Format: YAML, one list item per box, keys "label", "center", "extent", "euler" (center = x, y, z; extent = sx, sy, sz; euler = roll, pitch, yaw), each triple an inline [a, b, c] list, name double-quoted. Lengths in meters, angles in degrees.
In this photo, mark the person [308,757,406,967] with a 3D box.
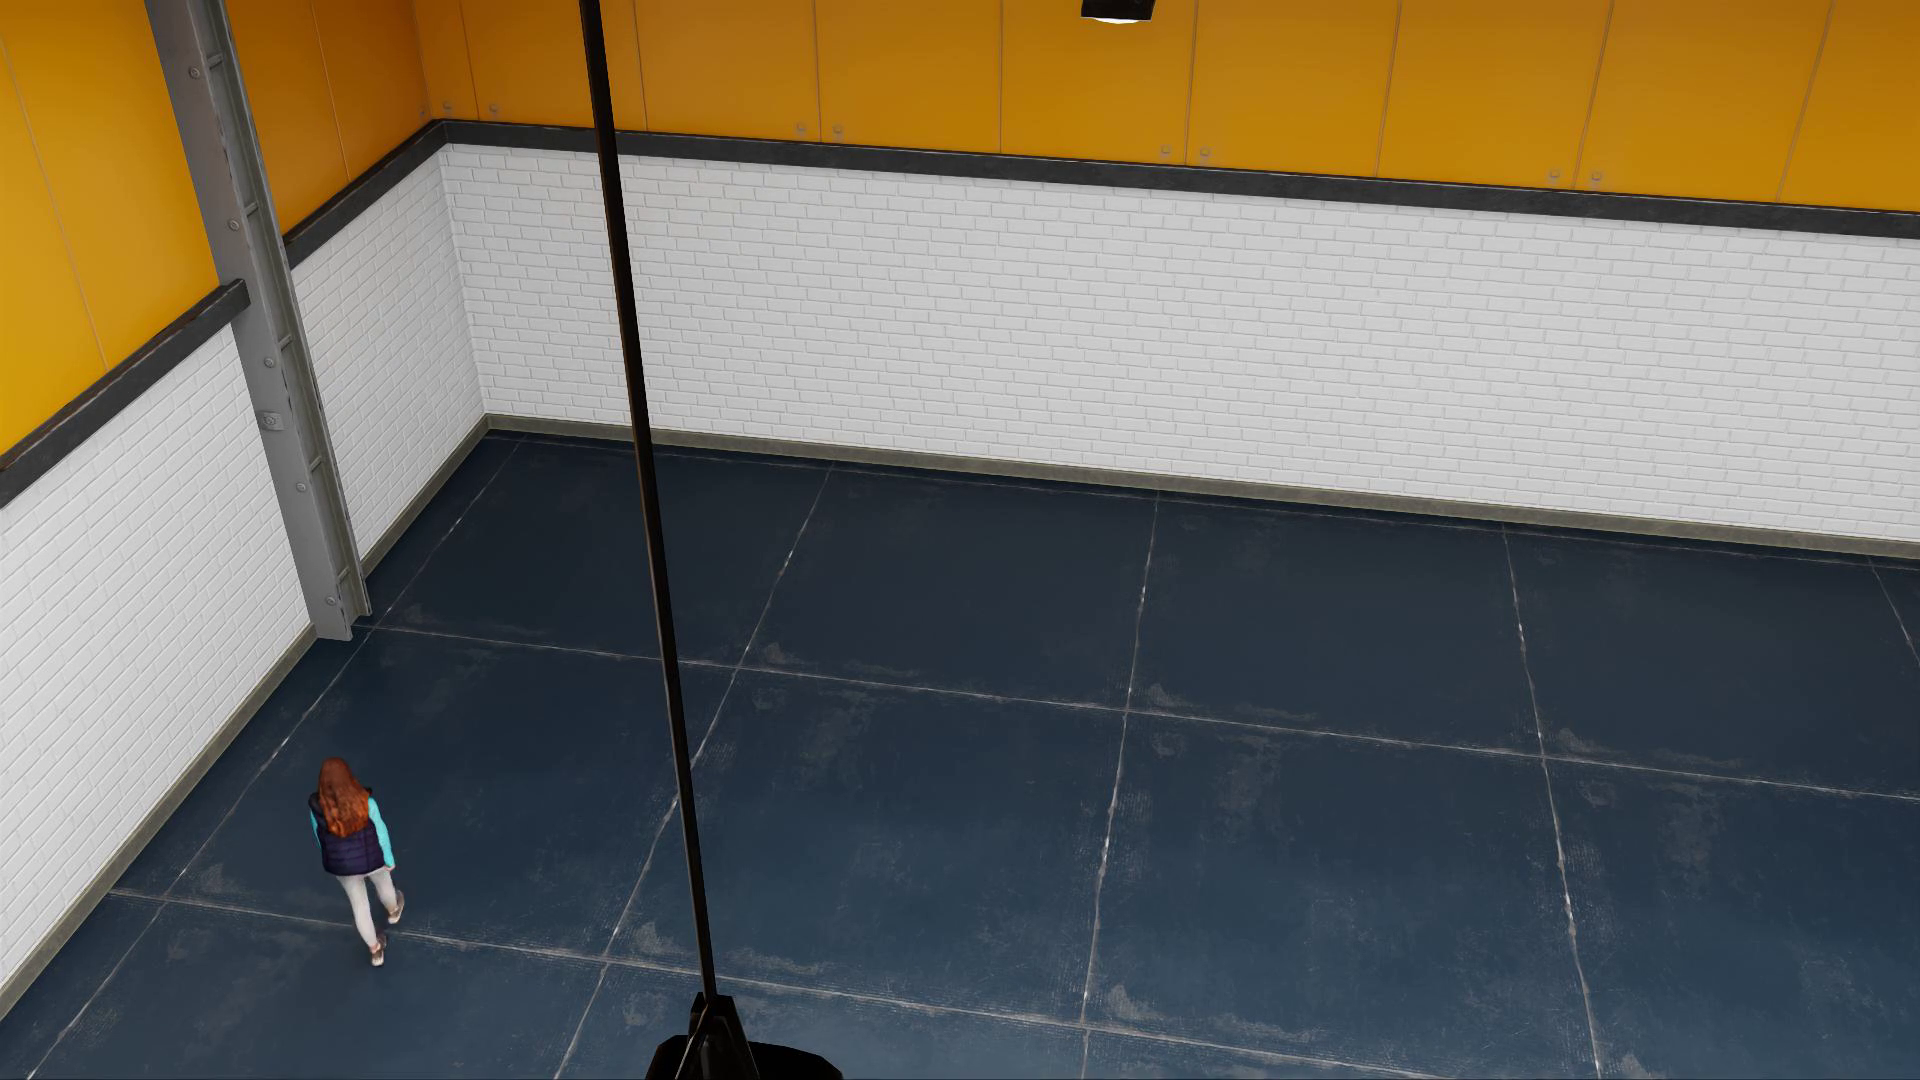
- label: "person"
  center: [-3.636, 1.966, 10.007]
  extent: [0.737, 1.485, 0.884]
  euler: [-5, 34, -8]
